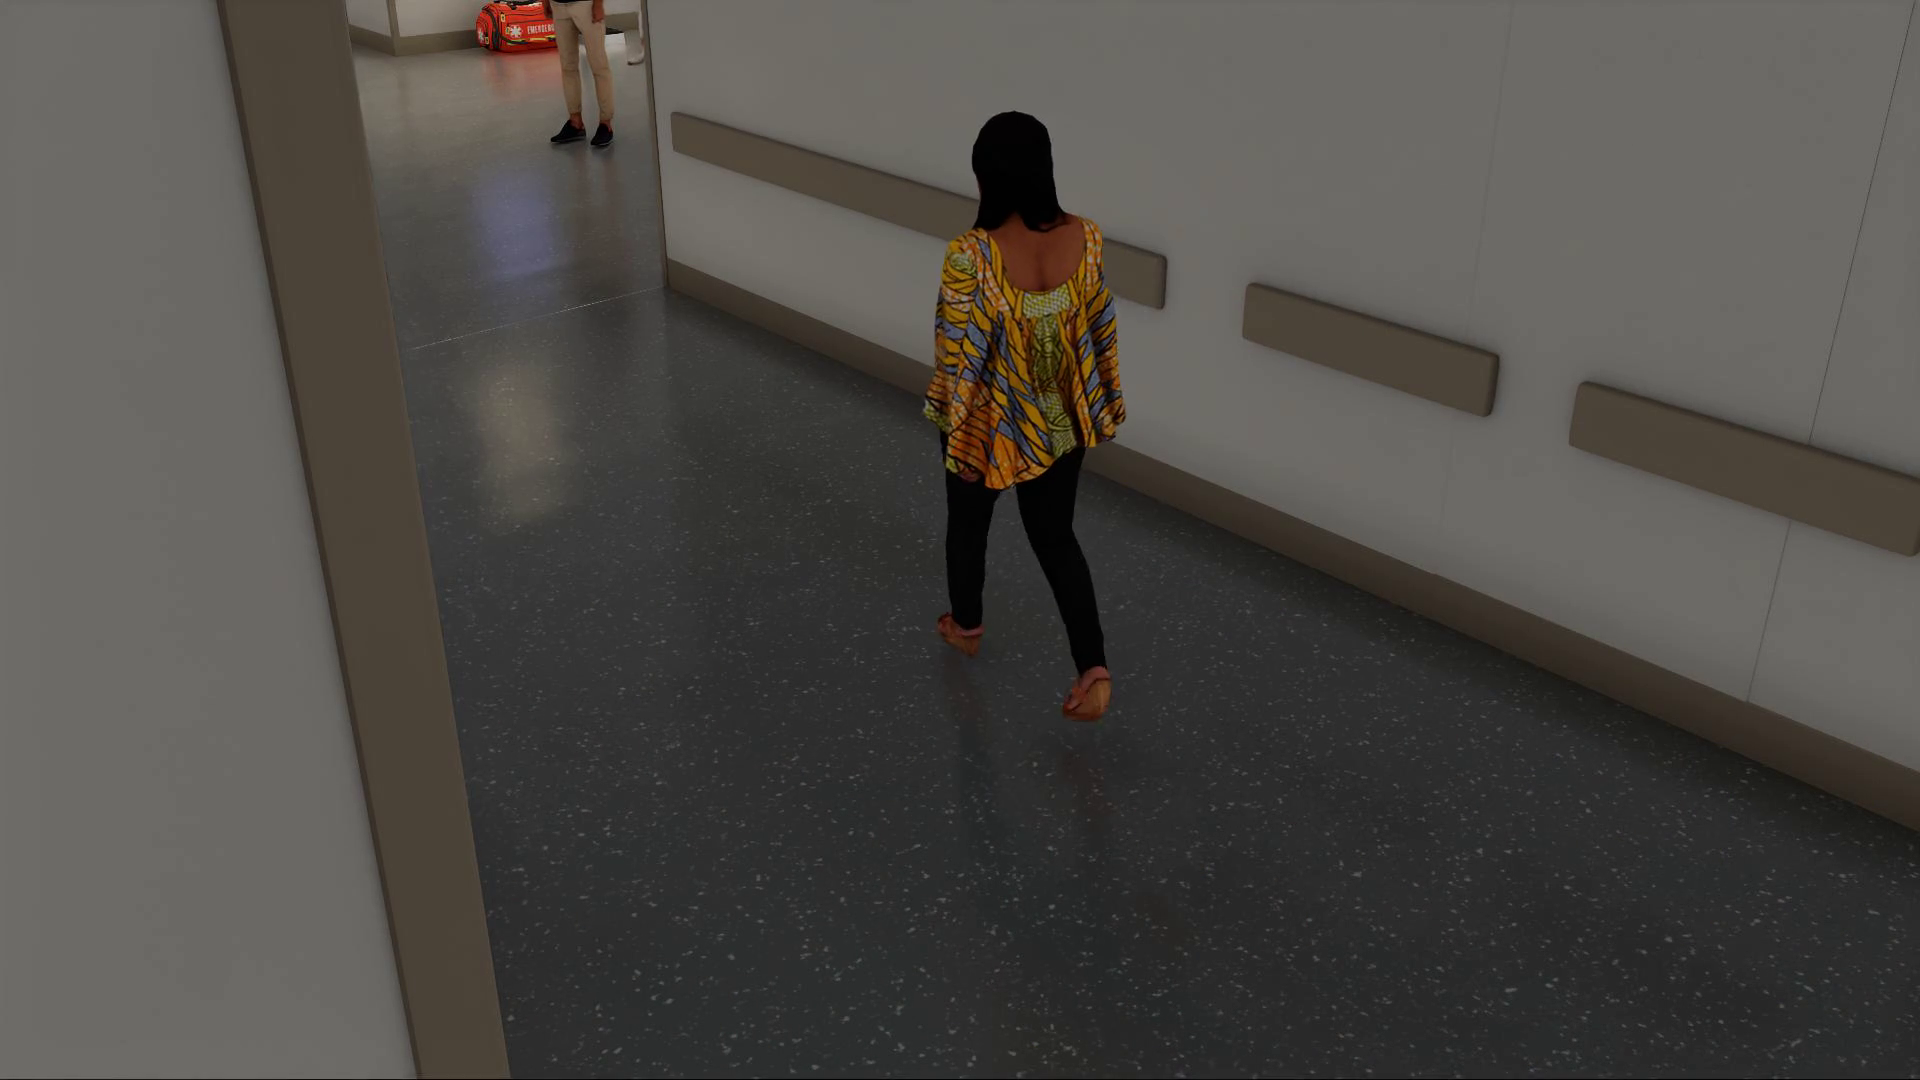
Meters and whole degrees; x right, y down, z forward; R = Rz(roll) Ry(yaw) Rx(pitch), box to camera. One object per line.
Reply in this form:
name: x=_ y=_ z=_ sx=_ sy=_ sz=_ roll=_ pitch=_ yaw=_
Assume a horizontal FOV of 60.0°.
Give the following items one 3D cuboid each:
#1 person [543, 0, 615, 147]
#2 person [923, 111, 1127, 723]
person: x=-2.530 y=-3.562 z=10.972 sx=0.704 sy=1.856 sz=0.683 roll=11 pitch=28 yaw=21
person: x=0.192 y=-0.256 z=4.392 sx=1.077 sy=1.615 sz=0.904 roll=-13 pitch=29 yaw=-25
